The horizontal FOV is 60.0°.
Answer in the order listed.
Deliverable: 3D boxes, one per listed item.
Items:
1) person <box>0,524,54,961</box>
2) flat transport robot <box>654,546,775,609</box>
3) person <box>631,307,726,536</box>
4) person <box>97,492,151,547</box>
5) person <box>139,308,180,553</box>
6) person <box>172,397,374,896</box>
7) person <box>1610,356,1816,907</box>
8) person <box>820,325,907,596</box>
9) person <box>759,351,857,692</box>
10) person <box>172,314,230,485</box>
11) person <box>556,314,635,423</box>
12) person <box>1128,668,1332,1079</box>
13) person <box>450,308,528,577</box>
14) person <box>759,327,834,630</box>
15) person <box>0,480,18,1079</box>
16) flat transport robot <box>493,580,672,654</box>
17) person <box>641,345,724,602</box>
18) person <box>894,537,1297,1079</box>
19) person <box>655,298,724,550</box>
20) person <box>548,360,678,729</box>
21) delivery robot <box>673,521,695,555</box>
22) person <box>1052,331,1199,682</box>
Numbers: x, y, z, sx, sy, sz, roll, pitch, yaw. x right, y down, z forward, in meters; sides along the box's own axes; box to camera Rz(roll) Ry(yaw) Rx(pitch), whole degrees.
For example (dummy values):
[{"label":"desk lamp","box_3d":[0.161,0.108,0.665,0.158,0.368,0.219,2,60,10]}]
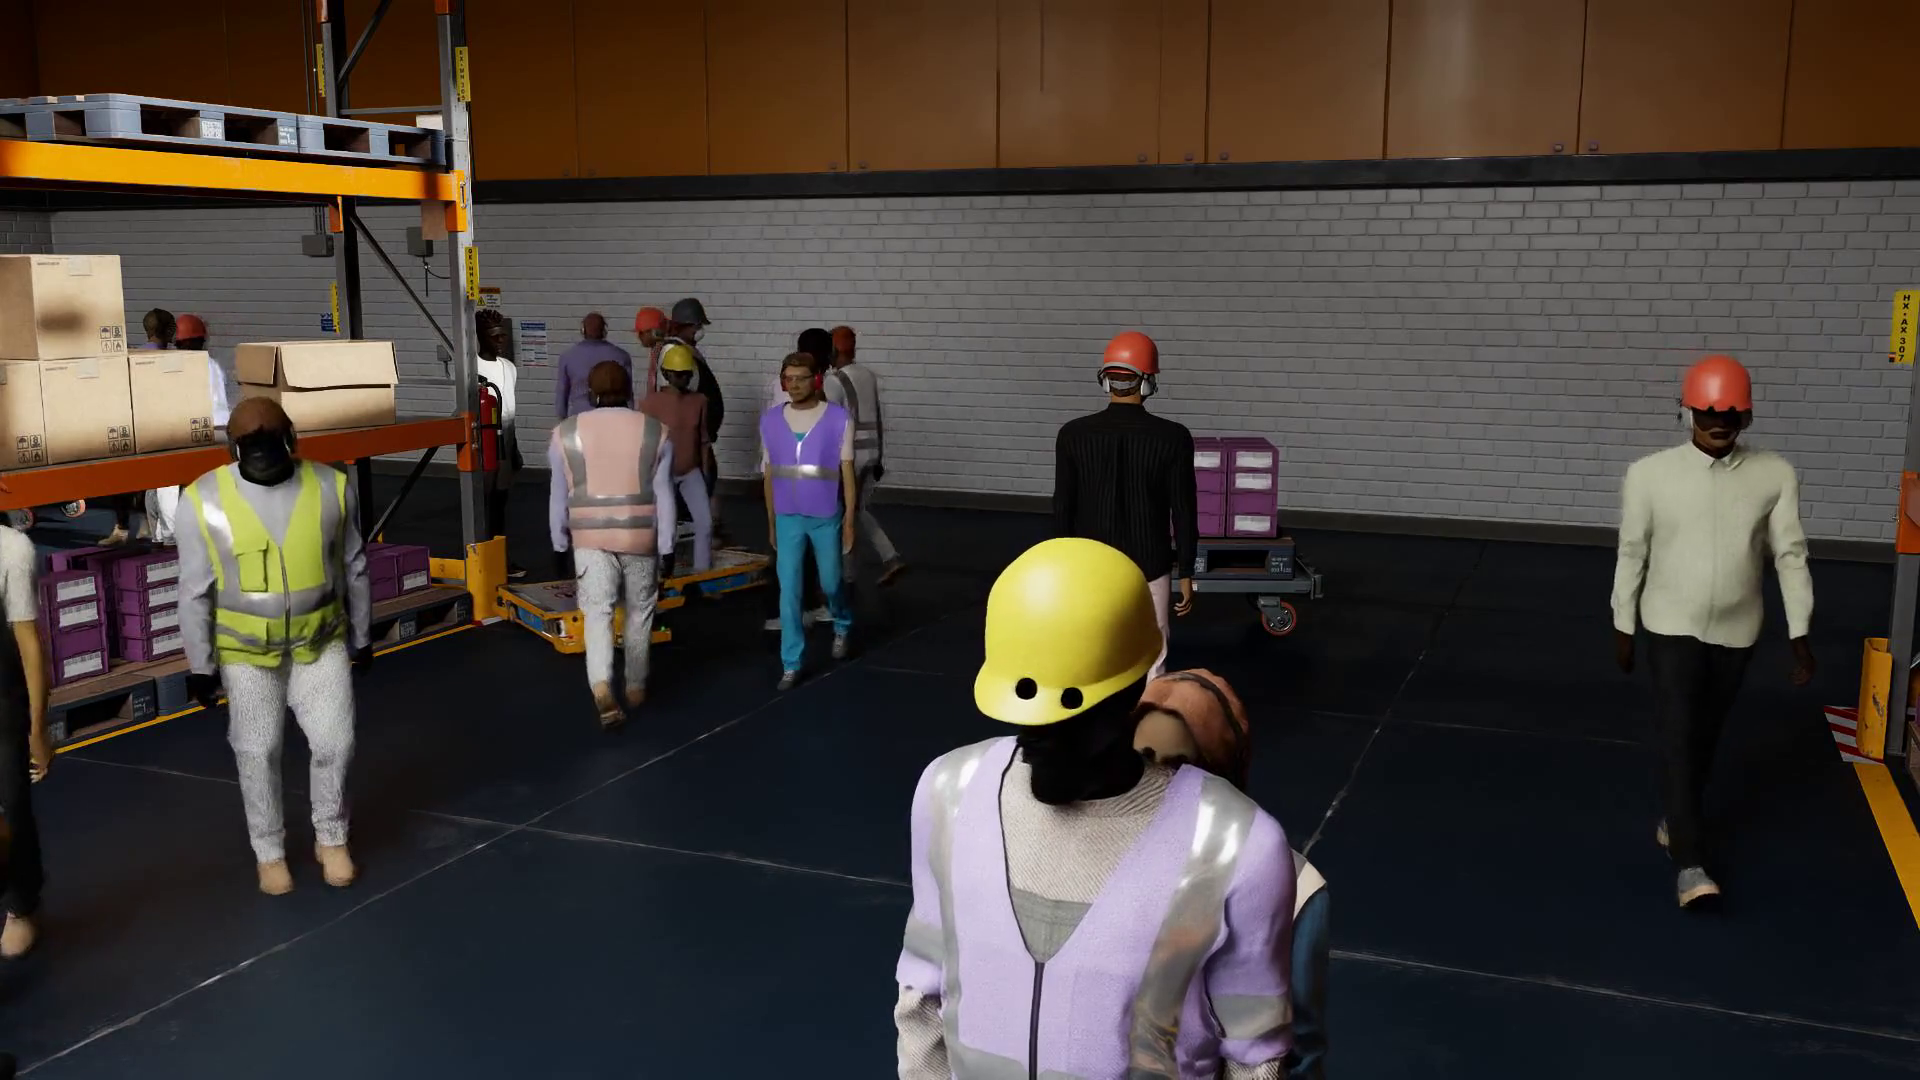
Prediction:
[{"label":"person","box_3d":[-3.043,0.543,5.082,0.507,1.814,0.885,-4,10,-24]},{"label":"flat transport robot","box_3d":[-1.829,0.251,11.468,0.652,0.197,1.431,7,12,36]},{"label":"person","box_3d":[-2.439,-0.947,13.718,1.061,1.927,0.639,-3,10,-18]},{"label":"person","box_3d":[-6.799,-0.772,13.404,0.402,1.682,0.566,-9,13,-44]},{"label":"person","box_3d":[-6.230,-0.840,13.036,0.371,1.941,0.627,-8,12,-40]},{"label":"person","box_3d":[-2.431,0.393,5.957,0.660,1.813,0.511,-5,11,-30]},{"label":"person","box_3d":[2.716,0.316,6.009,0.629,1.938,1.018,1,9,7]},{"label":"person","box_3d":[-0.694,-0.537,11.419,0.529,1.866,0.621,6,11,31]},{"label":"person","box_3d":[-0.811,-0.138,9.165,0.576,1.820,0.858,2,10,12]},{"label":"person","box_3d":[-5.954,-0.848,13.260,0.846,1.894,0.629,-3,10,-16]},{"label":"person","box_3d":[-3.220,-1.065,14.668,0.655,1.847,1.036,-3,10,-20]},{"label":"person","box_3d":[0.343,1.011,2.735,0.515,1.638,0.307,5,11,29]},{"label":"person","box_3d":[-3.376,-0.676,11.961,0.373,1.966,0.607,4,10,24]},{"label":"person","box_3d":[-0.928,-0.374,10.353,0.671,1.887,0.611,-4,10,-23]},{"label":"person","box_3d":[-2.673,0.612,4.333,0.543,1.903,0.589,-8,12,-39]},{"label":"flat transport robot","box_3d":[-2.365,0.443,10.305,0.652,0.197,1.431,-6,11,-32]},{"label":"person","box_3d":[-1.845,-0.422,11.102,0.553,1.743,0.713,-8,12,-40]},{"label":"person","box_3d":[0.160,0.935,2.353,0.585,1.916,0.386,5,10,27]},{"label":"person","box_3d":[-2.108,-0.919,13.208,0.601,2.000,0.701,-1,9,-5]},{"label":"person","box_3d":[-1.720,0.013,8.275,0.632,1.812,0.888,-2,10,-10]},{"label":"delivery robot","box_3d":[-2.232,-0.036,12.071,0.707,0.478,0.477,6,11,34]},{"label":"person","box_3d":[0.703,0.116,7.077,0.626,1.992,0.387,3,10,17]}]
